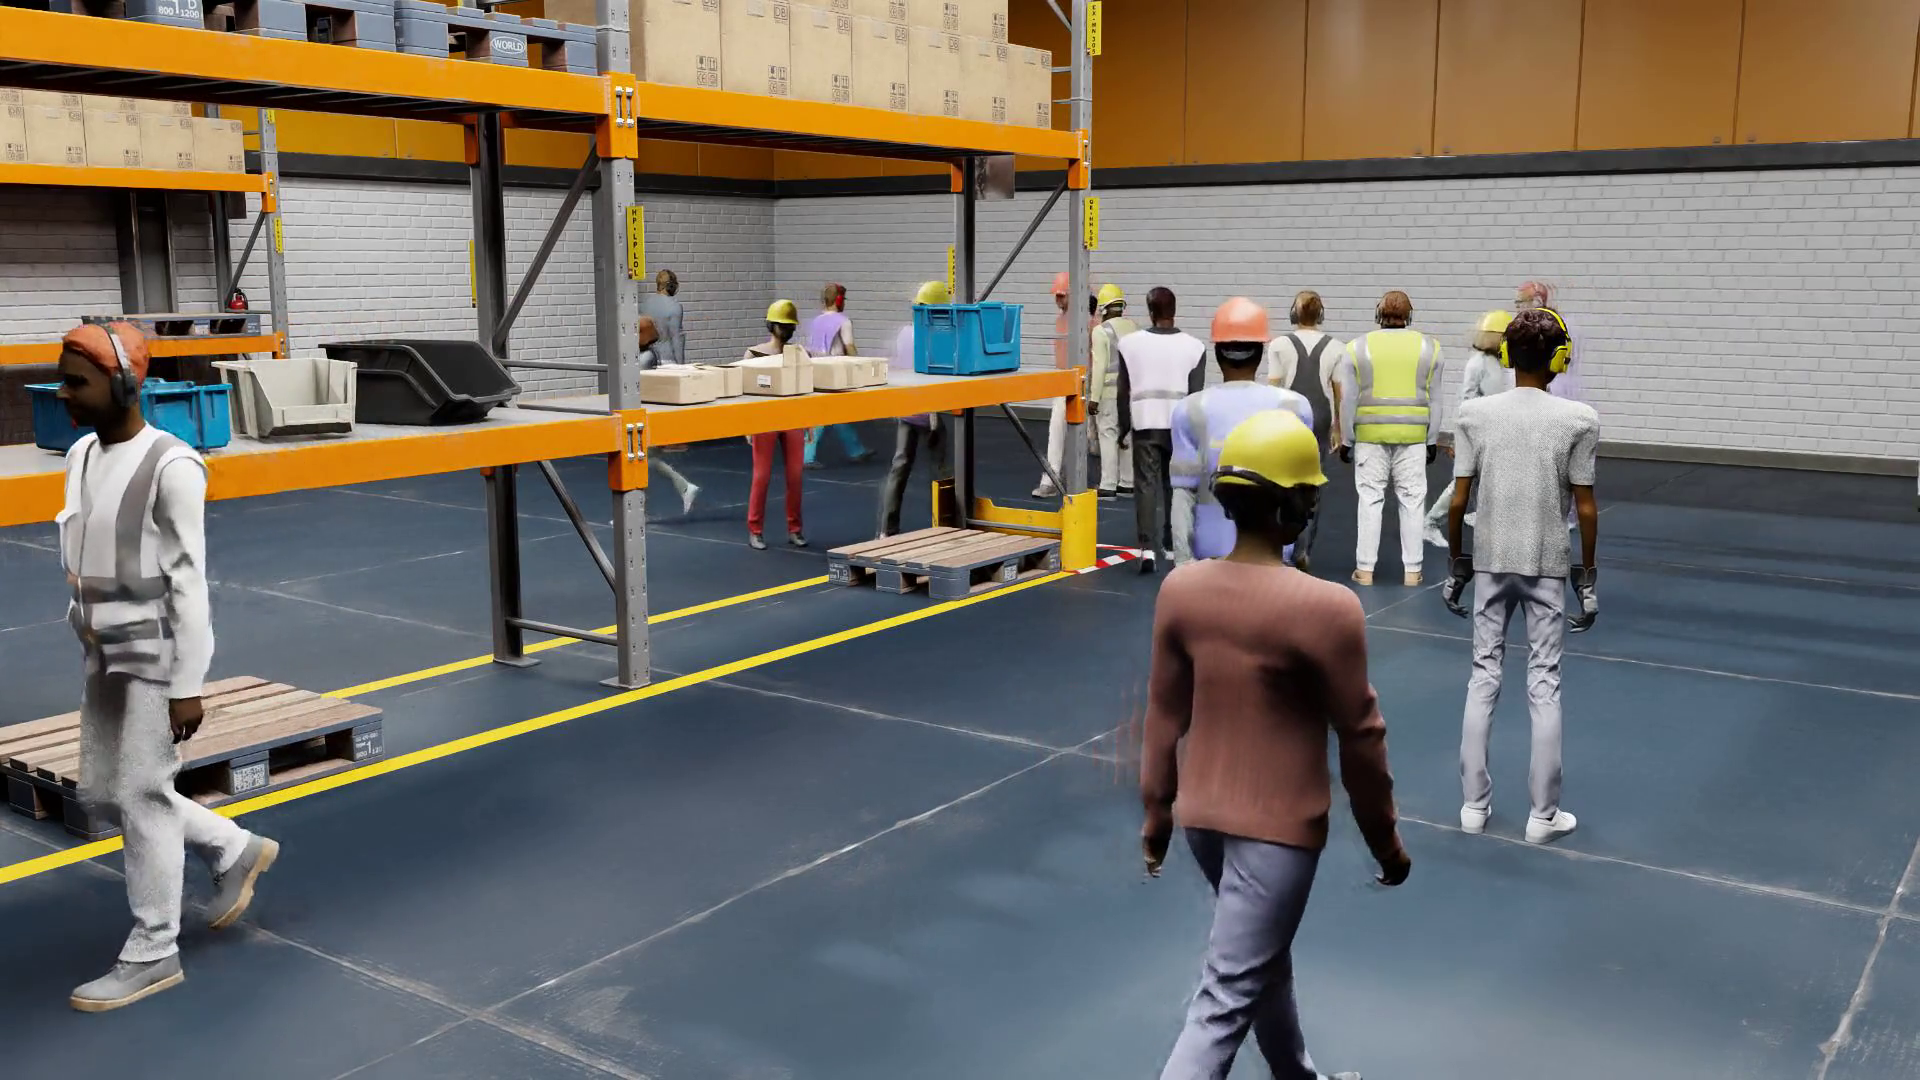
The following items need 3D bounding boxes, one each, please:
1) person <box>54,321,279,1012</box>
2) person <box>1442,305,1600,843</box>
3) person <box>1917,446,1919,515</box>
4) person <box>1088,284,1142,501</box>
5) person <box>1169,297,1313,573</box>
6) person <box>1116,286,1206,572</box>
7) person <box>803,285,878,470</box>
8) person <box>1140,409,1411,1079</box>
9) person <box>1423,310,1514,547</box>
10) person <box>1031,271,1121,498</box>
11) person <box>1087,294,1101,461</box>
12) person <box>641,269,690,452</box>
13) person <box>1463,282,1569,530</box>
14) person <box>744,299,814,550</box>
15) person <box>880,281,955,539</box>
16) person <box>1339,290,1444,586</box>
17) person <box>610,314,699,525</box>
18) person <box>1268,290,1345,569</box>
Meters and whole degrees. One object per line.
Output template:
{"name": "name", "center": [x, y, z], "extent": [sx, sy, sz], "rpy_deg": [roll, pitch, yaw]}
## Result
{"name": "person", "center": [-2.223, 0.329, 4.609], "extent": [0.577, 1.869, 0.579], "rpy_deg": [7, 12, 34]}
{"name": "person", "center": [1.962, 0.122, 5.825], "extent": [0.535, 1.868, 0.309], "rpy_deg": [6, 11, 30]}
{"name": "person", "center": [4.791, -0.274, 7.709], "extent": [0.638, 2.030, 0.528], "rpy_deg": [2, 10, 14]}
{"name": "person", "center": [1.287, -1.247, 14.091], "extent": [0.403, 1.828, 0.594], "rpy_deg": [9, 13, 44]}
{"name": "person", "center": [1.071, 0.027, 6.364], "extent": [0.546, 1.892, 1.012], "rpy_deg": [2, 10, 11]}
{"name": "person", "center": [1.323, -0.737, 10.968], "extent": [0.579, 1.871, 0.960], "rpy_deg": [0, 10, 2]}
{"name": "person", "center": [-1.201, -1.586, 16.240], "extent": [1.001, 1.784, 0.575], "rpy_deg": [-7, 12, -36]}
{"name": "person", "center": [0.626, 0.588, 3.510], "extent": [0.925, 1.718, 0.524], "rpy_deg": [-7, 12, -35]}
{"name": "person", "center": [3.583, -0.741, 11.494], "extent": [0.899, 1.696, 0.490], "rpy_deg": [8, 12, 39]}
{"name": "person", "center": [1.043, -1.332, 14.287], "extent": [0.944, 1.952, 0.614], "rpy_deg": [-6, 11, -31]}
{"name": "person", "center": [1.285, -1.622, 16.729], "extent": [0.548, 1.678, 0.513], "rpy_deg": [4, 10, 22]}
{"name": "person", "center": [-3.128, -1.890, 17.638], "extent": [0.636, 1.933, 0.368], "rpy_deg": [9, 13, 42]}
{"name": "person", "center": [4.106, -0.957, 12.254], "extent": [0.971, 1.856, 0.679], "rpy_deg": [0, 10, -2]}
{"name": "person", "center": [-1.261, -0.807, 11.705], "extent": [0.535, 1.760, 0.343], "rpy_deg": [-5, 11, -25]}
{"name": "person", "center": [-0.217, -0.909, 11.967], "extent": [0.957, 1.872, 0.600], "rpy_deg": [-9, 13, -43]}
{"name": "person", "center": [2.677, -0.628, 10.371], "extent": [0.624, 1.845, 0.430], "rpy_deg": [2, 10, 9]}
{"name": "person", "center": [-2.366, -0.917, 12.731], "extent": [0.618, 1.614, 0.513], "rpy_deg": [-1, 10, -6]}
{"name": "person", "center": [2.268, -0.742, 11.089], "extent": [0.552, 1.824, 0.665], "rpy_deg": [0, 10, 2]}
